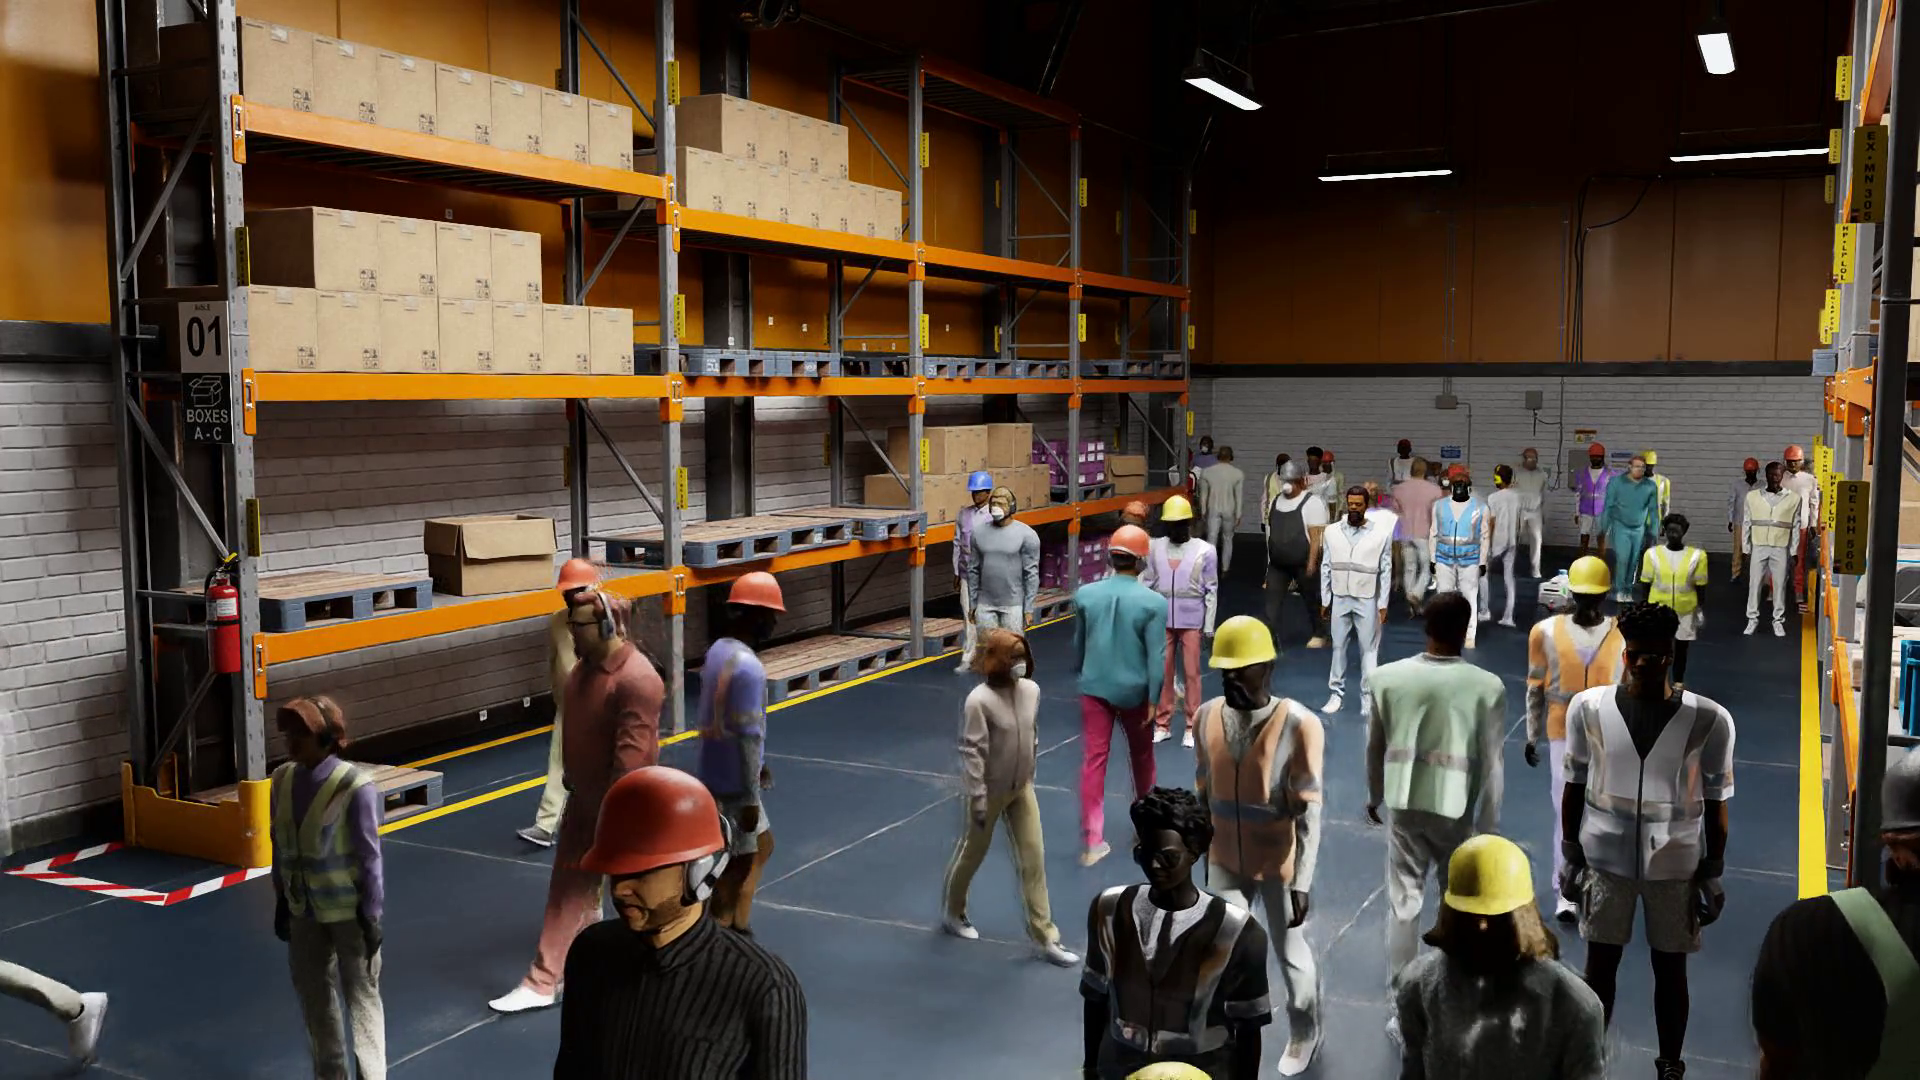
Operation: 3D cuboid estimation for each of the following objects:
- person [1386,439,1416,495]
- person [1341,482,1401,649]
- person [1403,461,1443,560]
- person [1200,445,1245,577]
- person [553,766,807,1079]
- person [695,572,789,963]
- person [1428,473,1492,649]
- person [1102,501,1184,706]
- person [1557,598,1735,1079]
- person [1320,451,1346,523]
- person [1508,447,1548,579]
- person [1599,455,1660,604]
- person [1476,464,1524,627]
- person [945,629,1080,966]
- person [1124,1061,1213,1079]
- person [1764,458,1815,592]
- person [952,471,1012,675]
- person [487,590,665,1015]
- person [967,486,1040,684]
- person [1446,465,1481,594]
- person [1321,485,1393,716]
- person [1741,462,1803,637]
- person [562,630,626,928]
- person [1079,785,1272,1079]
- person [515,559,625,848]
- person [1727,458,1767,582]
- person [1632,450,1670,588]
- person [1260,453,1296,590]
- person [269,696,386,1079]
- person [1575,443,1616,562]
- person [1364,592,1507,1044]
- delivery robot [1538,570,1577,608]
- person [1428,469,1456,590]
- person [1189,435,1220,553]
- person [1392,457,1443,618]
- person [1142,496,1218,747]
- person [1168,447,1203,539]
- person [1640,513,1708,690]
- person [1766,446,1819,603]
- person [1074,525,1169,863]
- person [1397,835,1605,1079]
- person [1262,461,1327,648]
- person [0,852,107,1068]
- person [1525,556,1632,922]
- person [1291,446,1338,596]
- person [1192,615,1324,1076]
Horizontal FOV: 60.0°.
[{"bbox_3d":[7.186,-0.693,26.974,0.574,1.883,0.356,3,6,27],"label":"person"},{"bbox_3d":[4.007,0.338,16.338,0.577,1.788,0.972,1,5,5],"label":"person"},{"bbox_3d":[7.160,-0.415,25.487,0.515,1.597,0.848,-5,7,-43],"label":"person"},{"bbox_3d":[3.714,-0.392,23.604,0.652,1.917,0.827,1,5,14],"label":"person"},{"bbox_3d":[-0.591,1.442,3.405,0.612,1.995,0.382,3,6,27],"label":"person"},{"bbox_3d":[-1.034,1.098,7.702,0.554,1.887,0.583,-2,6,-22],"label":"person"},{"bbox_3d":[5.212,0.216,17.400,0.625,1.846,0.429,3,6,27],"label":"person"},{"bbox_3d":[1.473,0.578,13.655,0.988,1.832,0.632,-3,6,-31],"label":"person"},{"bbox_3d":[2.551,1.194,6.228,0.607,1.966,0.367,3,6,27],"label":"person"},{"bbox_3d":[5.617,-0.493,25.507,0.563,1.751,0.330,3,6,27],"label":"person"},{"bbox_3d":[8.136,-0.406,23.935,0.645,1.878,0.865,0,5,1],"label":"person"},{"bbox_3d":[8.431,-0.121,20.851,0.674,1.874,0.674,0,5,-1],"label":"person"},{"bbox_3d":[6.164,0.061,19.073,0.507,1.850,0.672,-1,5,-15],"label":"person"},{"bbox_3d":[0.202,1.213,8.048,0.520,1.587,0.870,-4,7,-40],"label":"person"},{"bbox_3d":[0.208,1.666,2.582,0.781,1.701,0.510,0,5,2],"label":"person"},{"bbox_3d":[11.161,-0.201,22.230,0.522,1.797,1.001,-2,6,-17],"label":"person"},{"bbox_3d":[0.201,0.321,15.718,0.605,1.948,0.391,3,6,27],"label":"person"},{"bbox_3d":[-1.570,1.146,7.362,0.642,1.856,0.986,5,7,43],"label":"person"},{"bbox_3d":[0.337,0.534,13.473,0.630,1.940,0.372,3,6,27],"label":"person"},{"bbox_3d":[6.572,-0.127,21.789,0.397,1.715,0.577,-2,6,-19],"label":"person"},{"bbox_3d":[3.310,0.501,13.925,0.591,1.922,0.392,3,6,27],"label":"person"},{"bbox_3d":[8.911,0.096,18.282,0.591,1.922,0.392,3,6,27],"label":"person"},{"bbox_3d":[-1.789,1.163,8.327,0.500,1.633,0.280,3,6,27],"label":"person"},{"bbox_3d":[0.559,1.492,4.451,0.535,1.697,0.318,3,6,27],"label":"person"},{"bbox_3d":[-2.289,0.974,9.923,0.590,1.704,0.866,2,6,24],"label":"person"},{"bbox_3d":[10.969,-0.271,23.120,0.563,1.751,0.330,3,6,27],"label":"person"},{"bbox_3d":[9.171,-0.264,22.271,0.591,1.908,0.587,2,6,19],"label":"person"},{"bbox_3d":[4.333,-0.245,22.366,0.625,1.846,0.429,3,6,27],"label":"person"},{"bbox_3d":[-2.337,1.377,6.164,0.527,1.620,0.376,2,6,24],"label":"person"},{"bbox_3d":[8.969,-0.400,23.513,0.545,1.942,0.354,3,6,27],"label":"person"},{"bbox_3d":[2.042,1.154,7.186,0.612,1.858,0.969,2,6,25],"label":"person"},{"bbox_3d":[7.128,0.595,19.679,0.477,0.478,0.707,4,7,40],"label":"delivery robot"},{"bbox_3d":[6.513,-0.139,22.320,0.500,1.636,0.280,3,6,27],"label":"person"},{"bbox_3d":[4.015,-0.735,27.130,0.630,1.940,0.372,3,6,27],"label":"person"},{"bbox_3d":[5.338,-0.013,19.498,0.632,1.920,0.517,4,7,38],"label":"person"},{"bbox_3d":[1.662,0.625,12.649,0.621,1.916,0.423,3,6,26],"label":"person"},{"bbox_3d":[3.352,-0.474,24.790,0.565,1.850,0.390,3,6,27],"label":"person"},{"bbox_3d":[6.139,0.591,14.309,0.536,1.660,0.470,2,6,24],"label":"person"},{"bbox_3d":[10.523,-0.199,21.064,0.612,1.995,0.382,3,6,27],"label":"person"},{"bbox_3d":[0.961,0.877,9.877,0.609,1.927,1.071,2,6,22],"label":"person"},{"bbox_3d":[1.323,1.518,4.052,0.492,1.719,0.730,3,6,29],"label":"person"},{"bbox_3d":[3.455,0.138,17.194,0.697,2.000,1.048,5,7,43],"label":"person"},{"bbox_3d":[-3.809,1.235,6.464,0.738,1.852,0.511,-3,6,-32],"label":"person"},{"bbox_3d":[3.274,1.014,8.689,0.606,1.867,1.037,2,6,19],"label":"person"},{"bbox_3d":[4.598,-0.241,21.668,0.607,1.966,0.367,3,6,27],"label":"person"},{"bbox_3d":[1.144,1.222,6.431,0.607,1.883,0.983,4,7,37],"label":"person"}]
